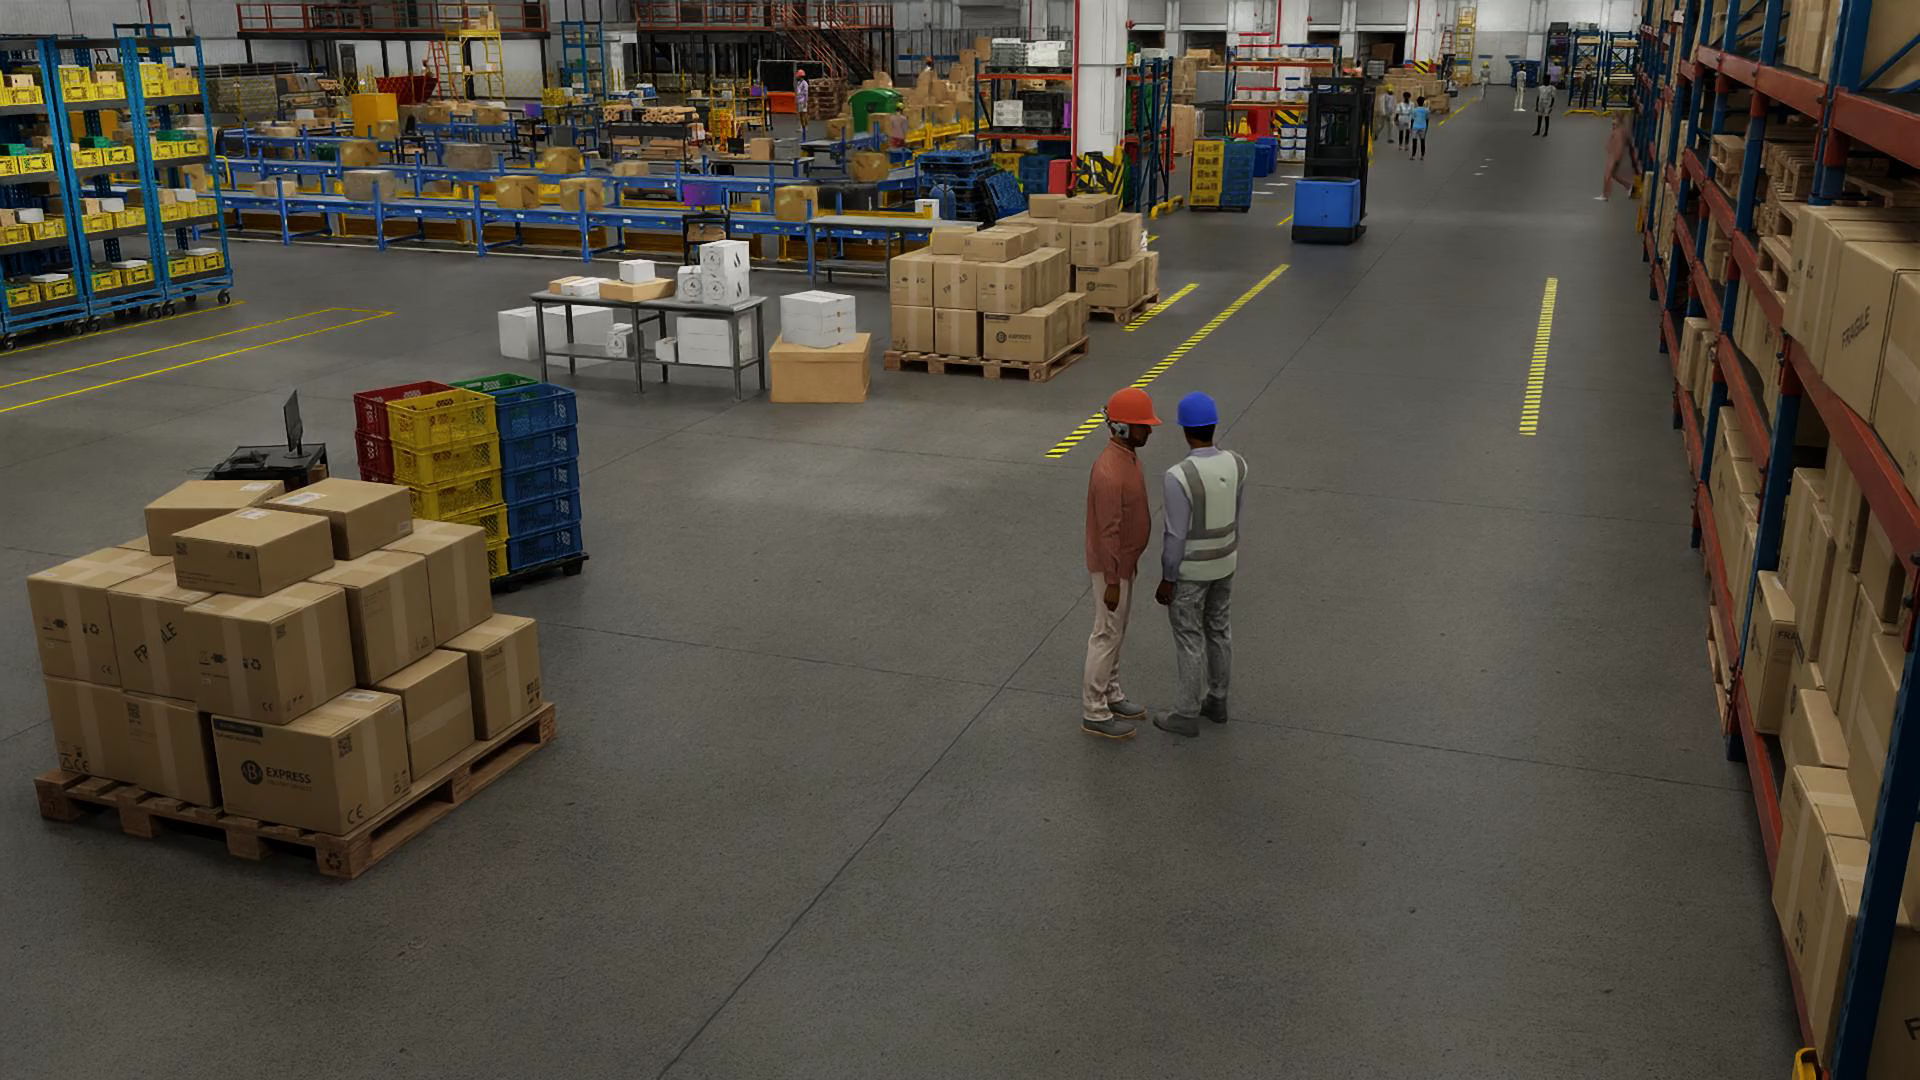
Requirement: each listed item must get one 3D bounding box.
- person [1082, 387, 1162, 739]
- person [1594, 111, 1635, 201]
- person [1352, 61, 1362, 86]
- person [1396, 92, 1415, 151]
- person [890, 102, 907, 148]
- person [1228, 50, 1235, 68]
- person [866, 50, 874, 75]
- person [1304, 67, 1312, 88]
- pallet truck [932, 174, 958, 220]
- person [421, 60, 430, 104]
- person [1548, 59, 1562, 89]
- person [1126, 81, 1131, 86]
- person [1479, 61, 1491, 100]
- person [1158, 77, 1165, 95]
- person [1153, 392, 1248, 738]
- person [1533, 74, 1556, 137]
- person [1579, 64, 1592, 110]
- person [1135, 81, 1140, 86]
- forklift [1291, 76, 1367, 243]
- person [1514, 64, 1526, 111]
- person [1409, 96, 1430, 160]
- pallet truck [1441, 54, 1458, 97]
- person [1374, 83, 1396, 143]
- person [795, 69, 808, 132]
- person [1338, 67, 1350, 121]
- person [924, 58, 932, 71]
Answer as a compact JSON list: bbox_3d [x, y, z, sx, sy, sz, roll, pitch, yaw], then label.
[{"bbox_3d":[0.891,0.127,9.220,0.400,1.986,0.608,4,18,13],"label":"person"},{"bbox_3d":[14.047,-8.181,35.476,0.717,1.886,0.659,8,19,23],"label":"person"},{"bbox_3d":[18.582,-21.560,77.825,0.532,1.694,0.319,-7,19,-22],"label":"person"},{"bbox_3d":[12.949,-12.177,48.403,0.543,1.650,0.880,4,18,11],"label":"person"},{"bbox_3d":[-1.553,-10.119,41.833,0.533,1.725,0.893,9,20,26],"label":"person"},{"bbox_3d":[14.528,-25.314,89.266,0.614,1.924,0.883,-14,22,-37],"label":"person"},{"bbox_3d":[-5.221,-26.828,94.201,0.857,1.809,0.649,6,19,18],"label":"person"},{"bbox_3d":[17.128,-22.942,82.036,0.838,1.827,0.638,6,19,18],"label":"person"},{"bbox_3d":[-0.507,-5.292,27.348,0.653,1.274,1.630,6,19,19],"label":"pallet truck"},{"bbox_3d":[-23.429,-20.097,72.943,0.360,1.879,0.579,-2,18,-6],"label":"person"},{"bbox_3d":[26.455,-20.467,74.095,0.606,1.887,0.886,11,21,31],"label":"person"},{"bbox_3d":[6.049,-16.119,60.239,0.381,1.994,0.614,-2,18,-6],"label":"person"},{"bbox_3d":[23.816,-20.832,75.484,0.490,1.730,0.502,3,18,8],"label":"person"},{"bbox_3d":[7.031,-15.384,58.303,0.328,1.767,0.532,4,18,12],"label":"person"},{"bbox_3d":[1.316,0.139,9.237,0.607,1.943,0.403,-15,23,-39],"label":"person"},{"bbox_3d":[18.900,-14.047,53.777,0.367,1.966,0.607,-16,24,-42],"label":"person"},{"bbox_3d":[25.732,-18.623,68.351,0.514,1.845,0.339,-7,19,-20],"label":"person"},{"bbox_3d":[8.761,-22.953,81.805,0.371,1.941,0.627,-13,22,-35],"label":"person"},{"bbox_3d":[6.598,-6.755,29.381,1.129,2.768,1.873,6,19,19],"label":"forklift"},{"bbox_3d":[22.781,-18.375,67.543,0.329,1.865,0.507,-11,21,-30],"label":"person"},{"bbox_3d":[12.494,-11.202,45.268,0.537,1.698,0.320,-1,18,-4],"label":"person"},{"bbox_3d":[22.765,-21.886,78.355,0.823,1.965,1.885,-4,18,-14],"label":"pallet truck"},{"bbox_3d":[13.153,-13.172,51.300,0.592,1.801,0.762,-7,19,-21],"label":"person"},{"bbox_3d":[-5.303,-14.685,55.651,0.370,2.047,0.612,-11,21,-30],"label":"person"},{"bbox_3d":[14.131,-16.429,61.325,0.576,1.924,0.400,-11,21,-31],"label":"person"},{"bbox_3d":[-1.500,-20.789,75.092,0.993,1.895,0.565,-2,18,-5],"label":"person"}]
